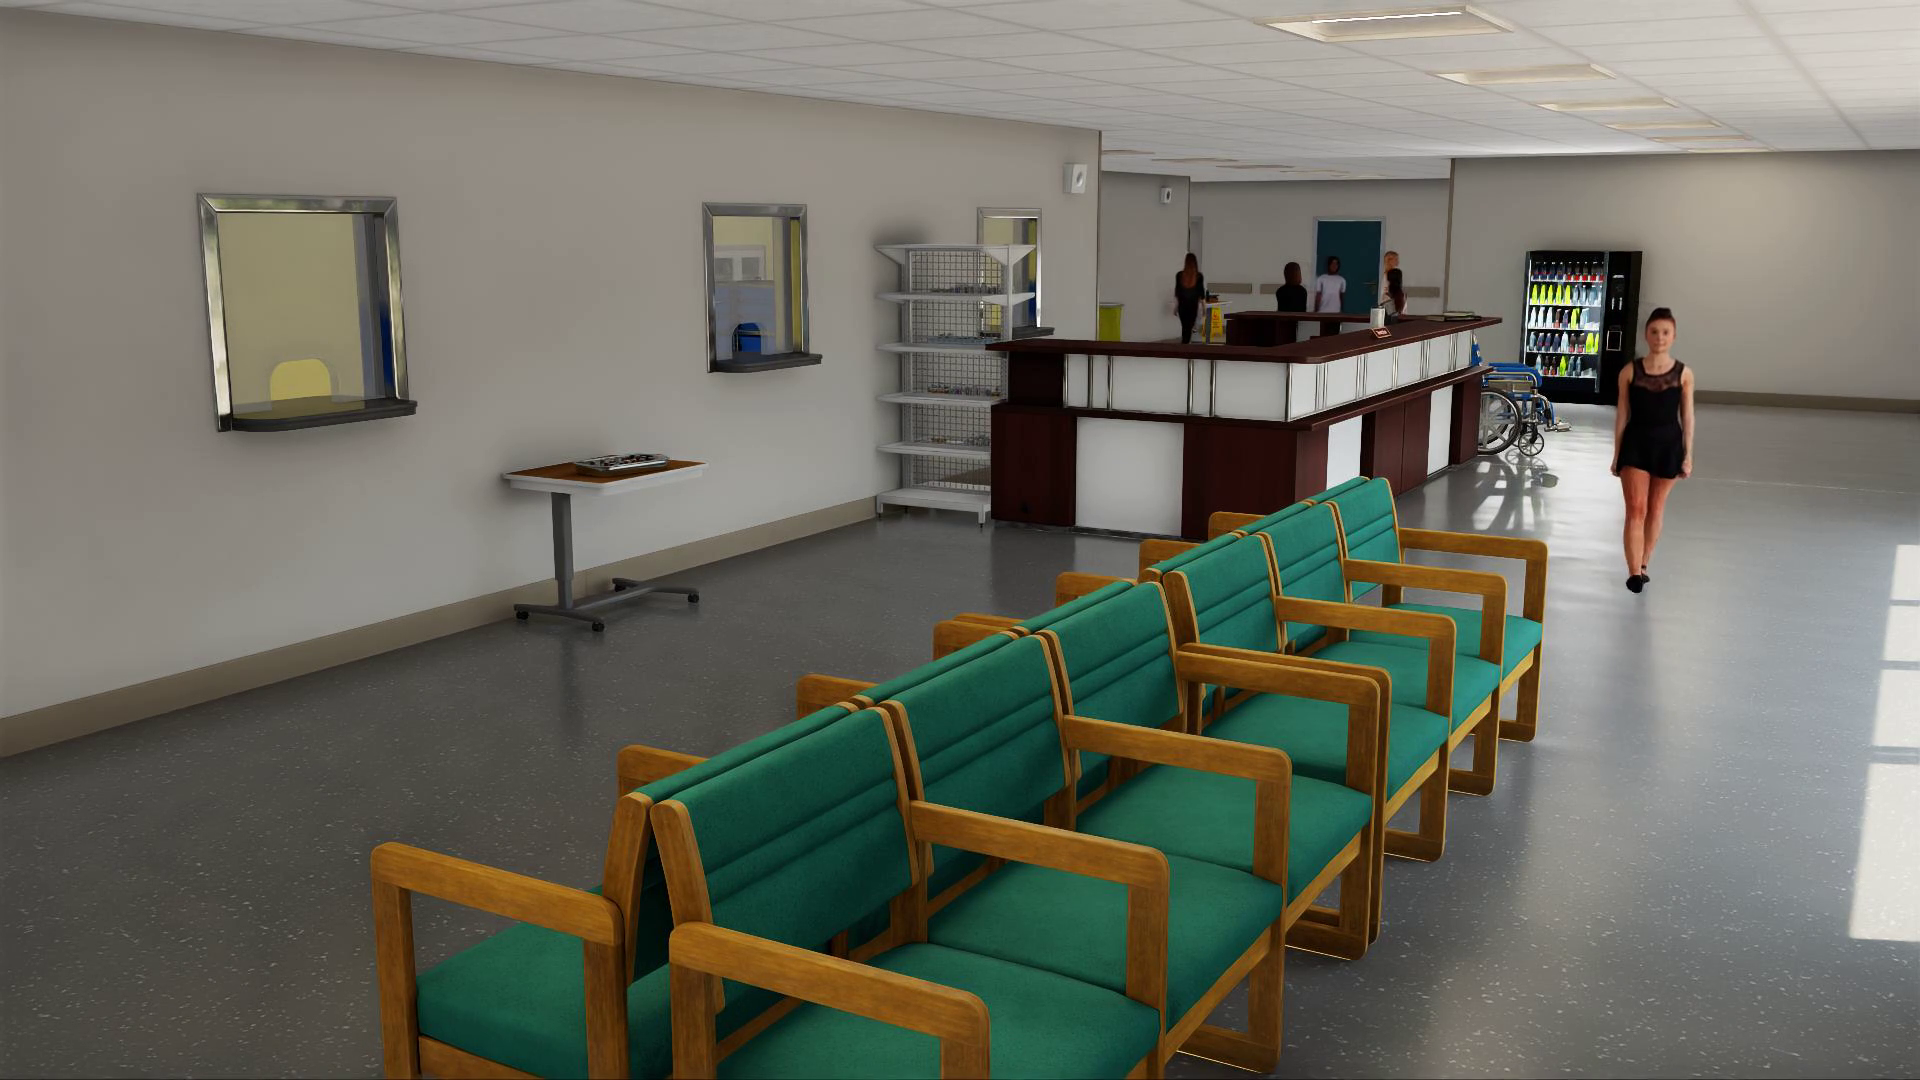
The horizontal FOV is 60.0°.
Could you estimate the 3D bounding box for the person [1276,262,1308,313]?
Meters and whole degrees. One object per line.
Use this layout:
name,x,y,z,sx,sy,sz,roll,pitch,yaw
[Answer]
person,4.043,-2.532,20.288,0.661,1.704,0.683,-5,12,-24

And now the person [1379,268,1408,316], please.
person,5.132,-2.349,19.533,0.853,1.627,1.071,-7,13,-33

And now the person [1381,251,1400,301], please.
person,5.616,-2.891,21.901,0.593,1.808,0.647,3,11,16

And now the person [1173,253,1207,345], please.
person,3.593,-3.656,26.311,1.095,1.668,0.813,4,11,21

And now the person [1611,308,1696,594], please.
person,4.073,-0.505,9.798,1.046,1.634,0.792,3,11,17

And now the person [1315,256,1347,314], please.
person,5.208,-3.164,23.615,0.996,1.706,0.918,1,11,3
